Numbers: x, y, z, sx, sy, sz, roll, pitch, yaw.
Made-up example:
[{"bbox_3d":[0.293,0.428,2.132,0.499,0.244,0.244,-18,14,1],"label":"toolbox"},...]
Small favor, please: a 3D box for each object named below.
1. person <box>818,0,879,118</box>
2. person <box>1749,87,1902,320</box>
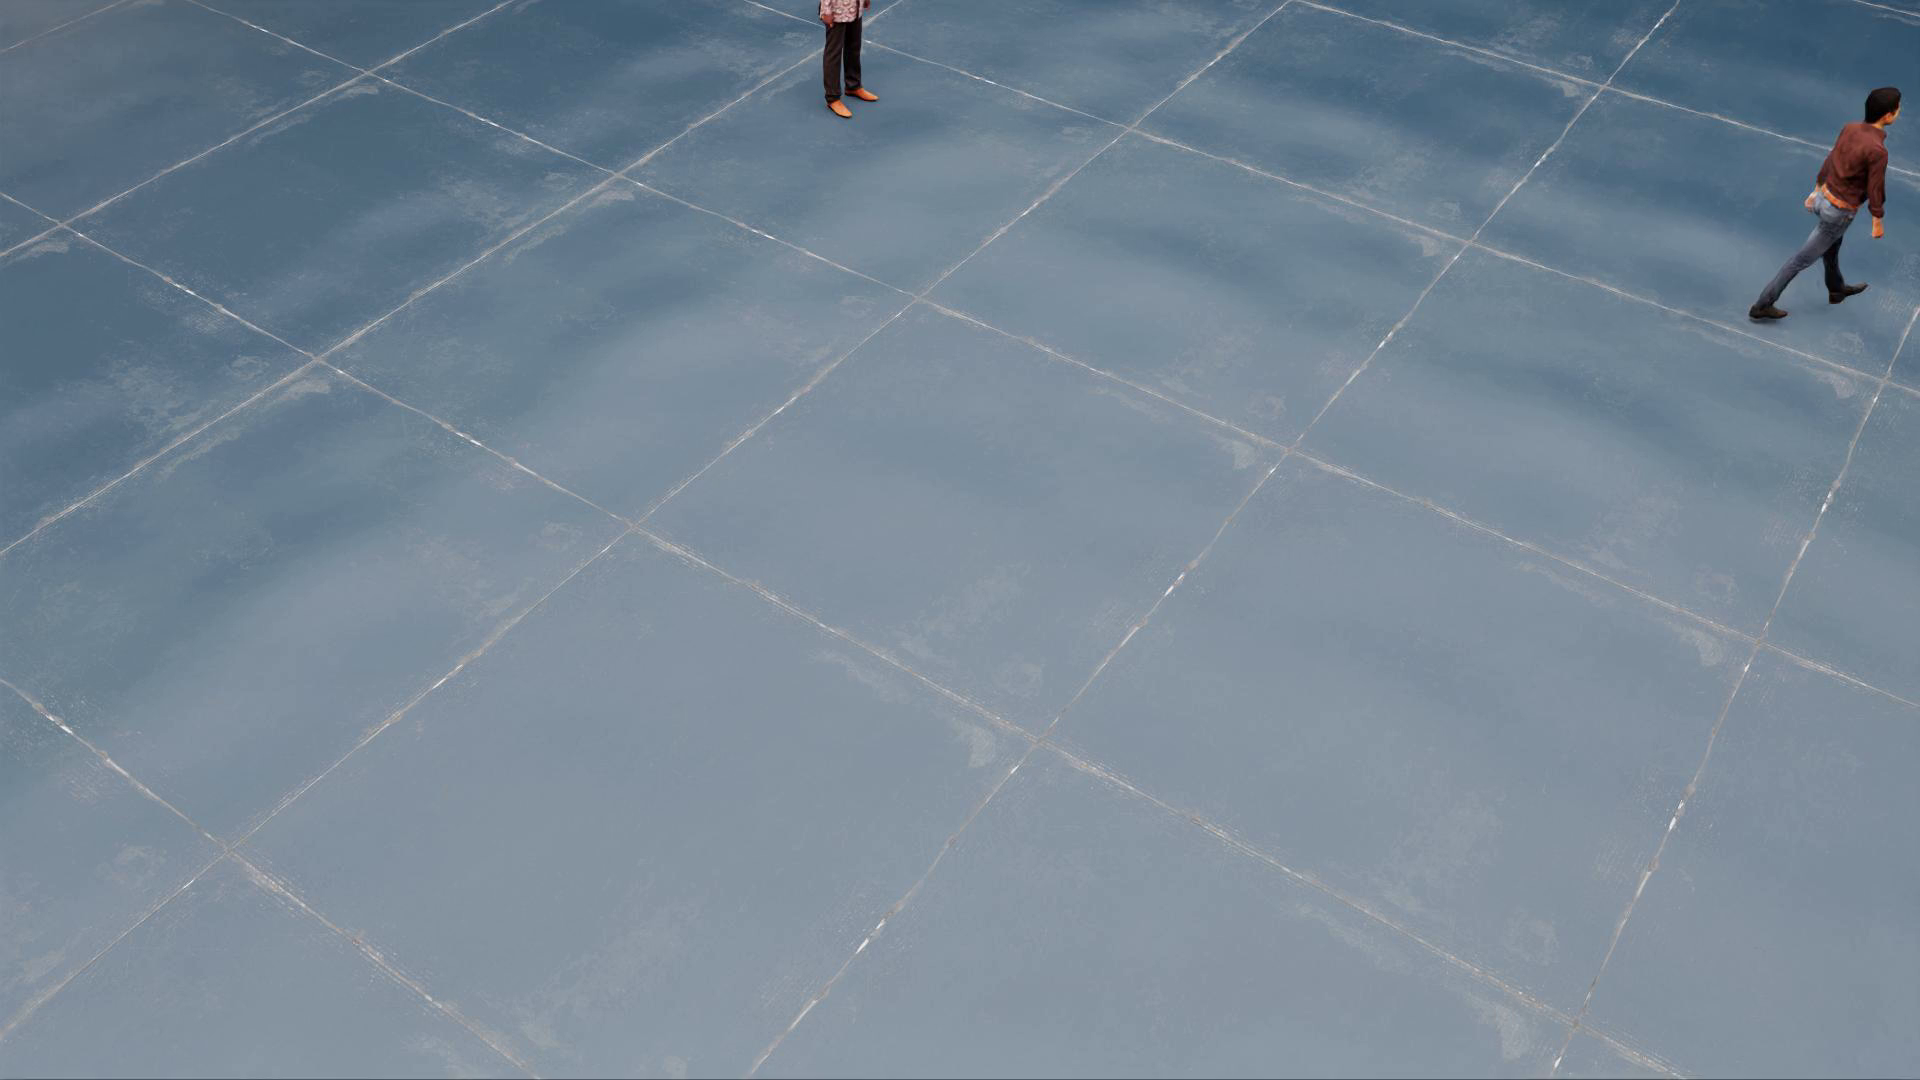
[{"bbox_3d":[-0.963,-4.410,13.617,0.582,1.806,0.676,28,50,26],"label":"person"},{"bbox_3d":[5.871,-2.221,11.328,1.206,1.729,1.078,-1,43,-1],"label":"person"}]
